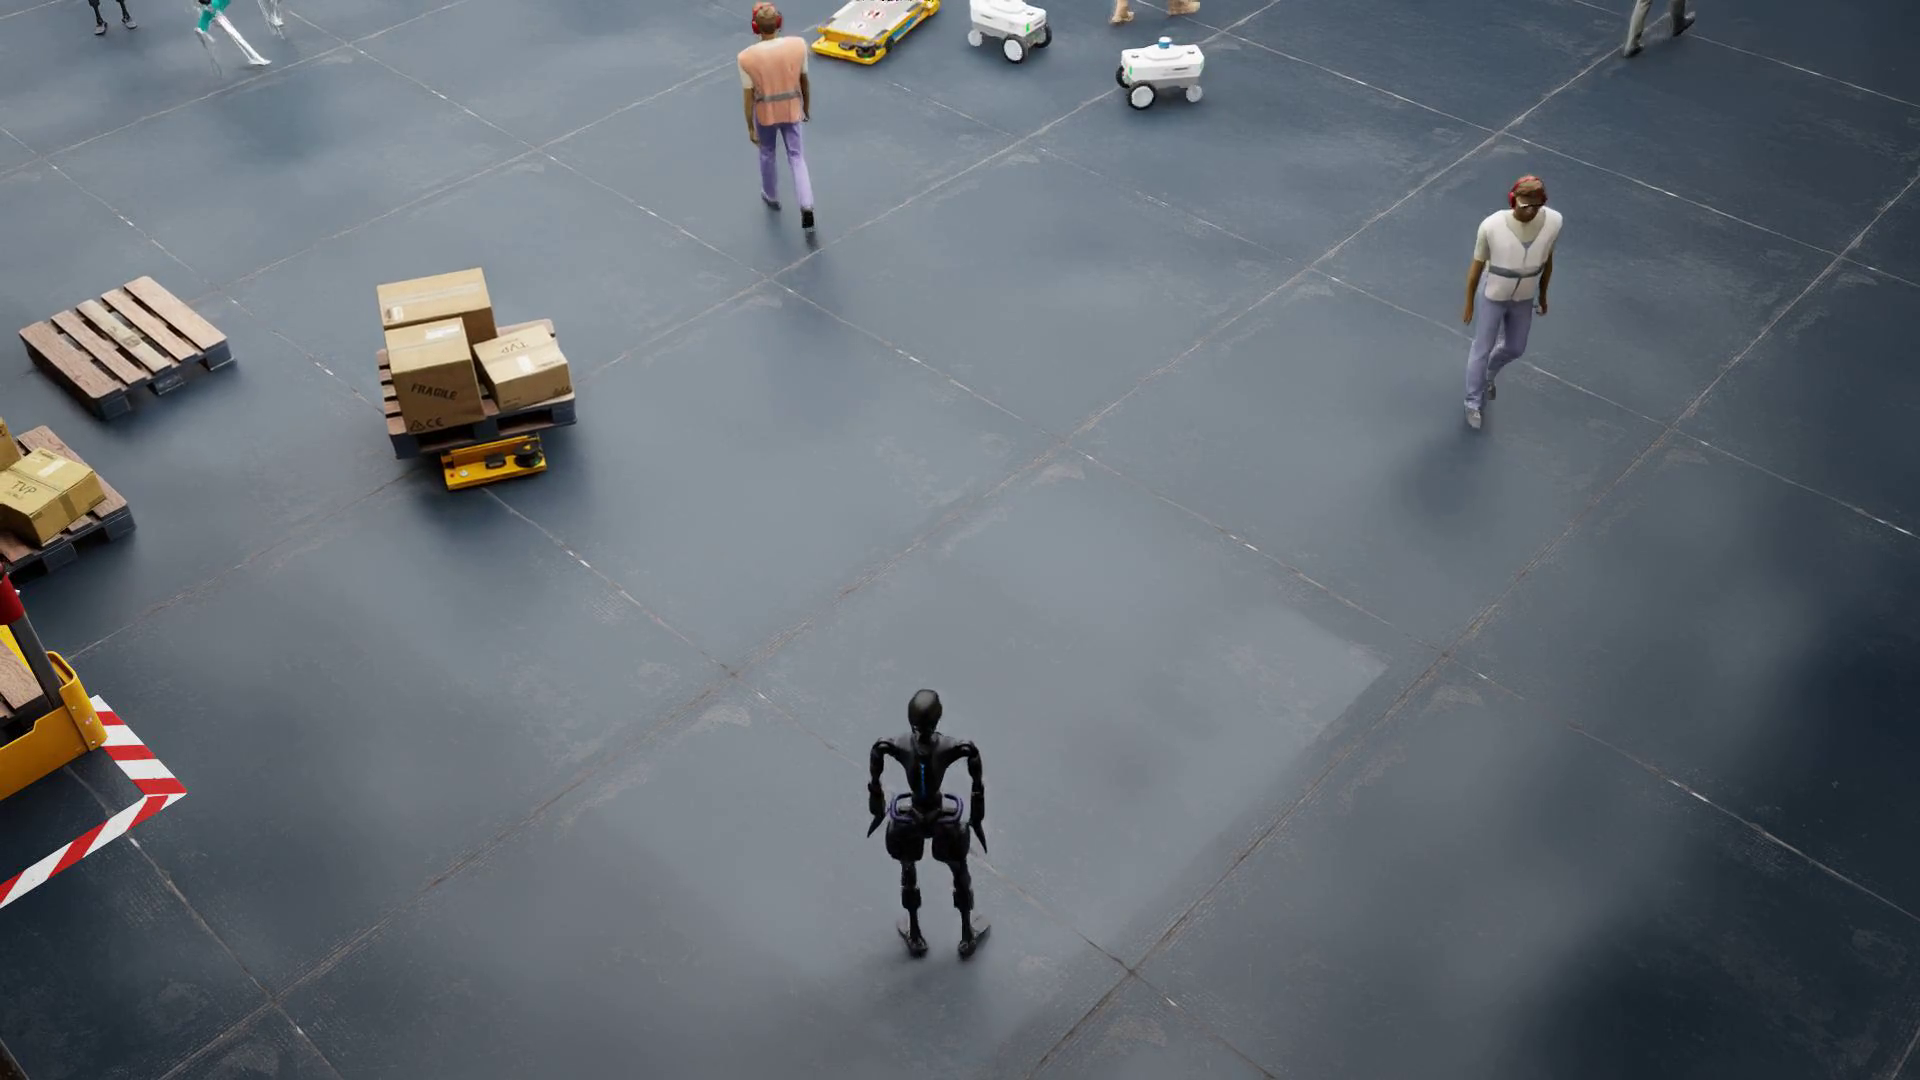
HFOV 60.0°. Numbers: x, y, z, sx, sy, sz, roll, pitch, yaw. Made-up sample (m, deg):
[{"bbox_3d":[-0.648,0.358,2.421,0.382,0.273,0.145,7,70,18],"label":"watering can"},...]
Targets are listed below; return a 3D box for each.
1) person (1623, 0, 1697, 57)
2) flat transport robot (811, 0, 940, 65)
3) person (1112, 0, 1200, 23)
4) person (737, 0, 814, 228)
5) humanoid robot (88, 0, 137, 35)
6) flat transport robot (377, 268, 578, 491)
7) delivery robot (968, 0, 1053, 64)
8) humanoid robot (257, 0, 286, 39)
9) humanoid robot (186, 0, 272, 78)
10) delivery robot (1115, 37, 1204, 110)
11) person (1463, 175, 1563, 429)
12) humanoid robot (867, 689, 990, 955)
[{"bbox_3d":[6.670,-5.435,15.420,0.980,1.793,0.577,-33,52,-31],"label":"person"},{"bbox_3d":[-0.808,-5.021,16.107,0.659,0.231,1.431,19,45,20],"label":"flat transport robot"},{"bbox_3d":[1.898,-5.772,15.887,0.935,1.683,0.540,-20,46,-21],"label":"person"},{"bbox_3d":[-1.422,-3.329,13.070,0.571,1.815,0.782,-13,43,-14],"label":"person"},{"bbox_3d":[-8.228,-5.636,15.727,0.599,1.657,0.315,-17,45,-18],"label":"humanoid robot"},{"bbox_3d":[-3.309,-0.897,11.523,0.659,0.231,1.431,-13,44,-14],"label":"flat transport robot"},{"bbox_3d":[0.476,-4.889,15.754,0.781,0.605,0.499,26,48,26],"label":"delivery robot"},{"bbox_3d":[-6.687,-5.570,15.702,0.551,1.900,0.762,-33,52,-31],"label":"humanoid robot"},{"bbox_3d":[-6.770,-4.990,15.002,0.748,1.802,0.530,21,46,21],"label":"humanoid robot"},{"bbox_3d":[1.803,-4.234,15.031,0.814,0.612,0.499,-6,42,-7],"label":"delivery robot"},{"bbox_3d":[3.670,-1.623,11.160,0.587,1.835,0.536,-6,42,-6],"label":"person"},{"bbox_3d":[-0.147,1.373,7.954,0.623,1.640,0.379,2,42,2],"label":"humanoid robot"}]
